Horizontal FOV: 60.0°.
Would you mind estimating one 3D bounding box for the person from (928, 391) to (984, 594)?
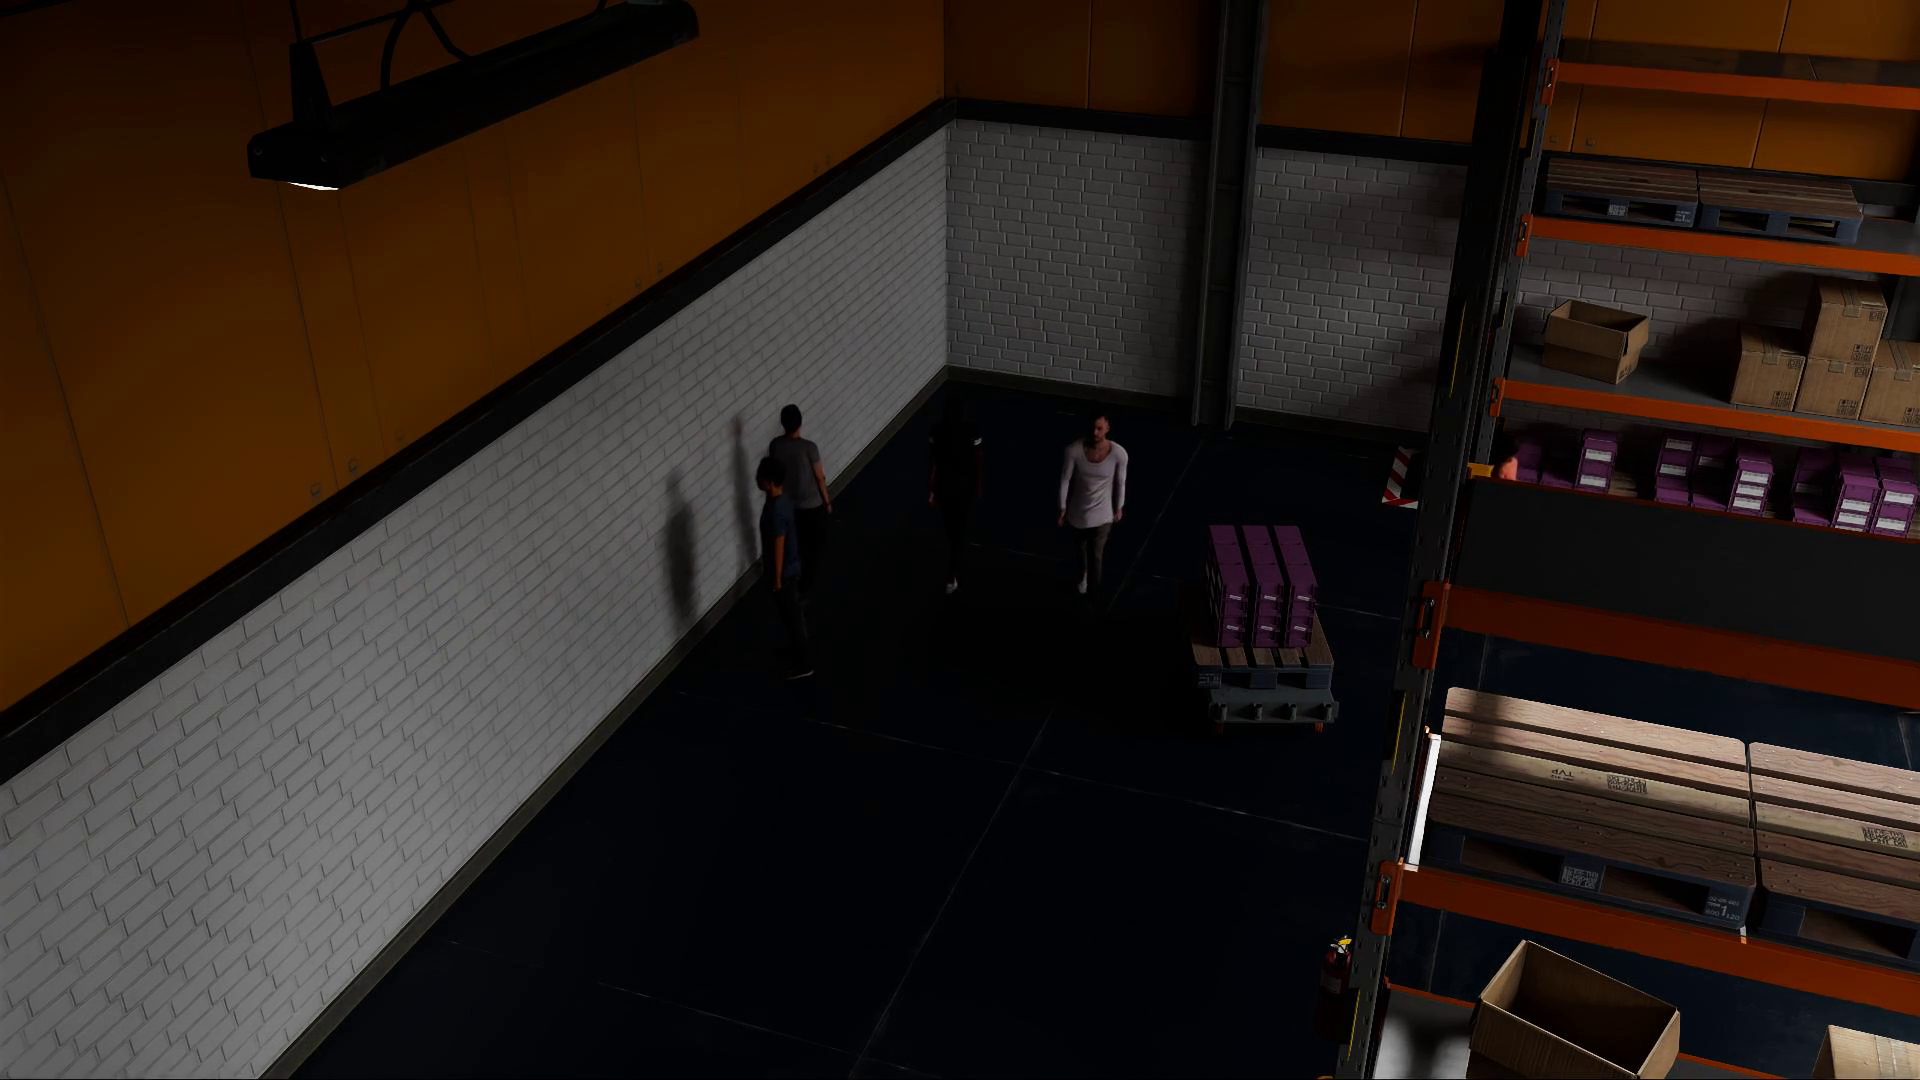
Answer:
[{"bbox_3d":[-0.046,-0.367,13.844,1.186,1.677,0.817,5,29,8],"label":"person"}]

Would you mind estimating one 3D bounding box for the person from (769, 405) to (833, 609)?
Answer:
[{"bbox_3d":[-1.307,-0.265,13.588,0.941,1.741,0.725,12,31,20],"label":"person"}]

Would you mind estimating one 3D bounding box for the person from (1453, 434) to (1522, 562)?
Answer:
[{"bbox_3d":[4.633,-0.298,14.112,0.737,1.299,0.934,-24,37,-37],"label":"person"}]

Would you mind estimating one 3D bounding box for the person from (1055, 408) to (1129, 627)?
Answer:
[{"bbox_3d":[1.068,-0.272,13.544,1.118,1.797,0.820,7,29,12],"label":"person"}]

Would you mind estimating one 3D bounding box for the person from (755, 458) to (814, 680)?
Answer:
[{"bbox_3d":[-1.333,0.203,12.668,0.741,1.802,0.746,-4,29,-6],"label":"person"}]
